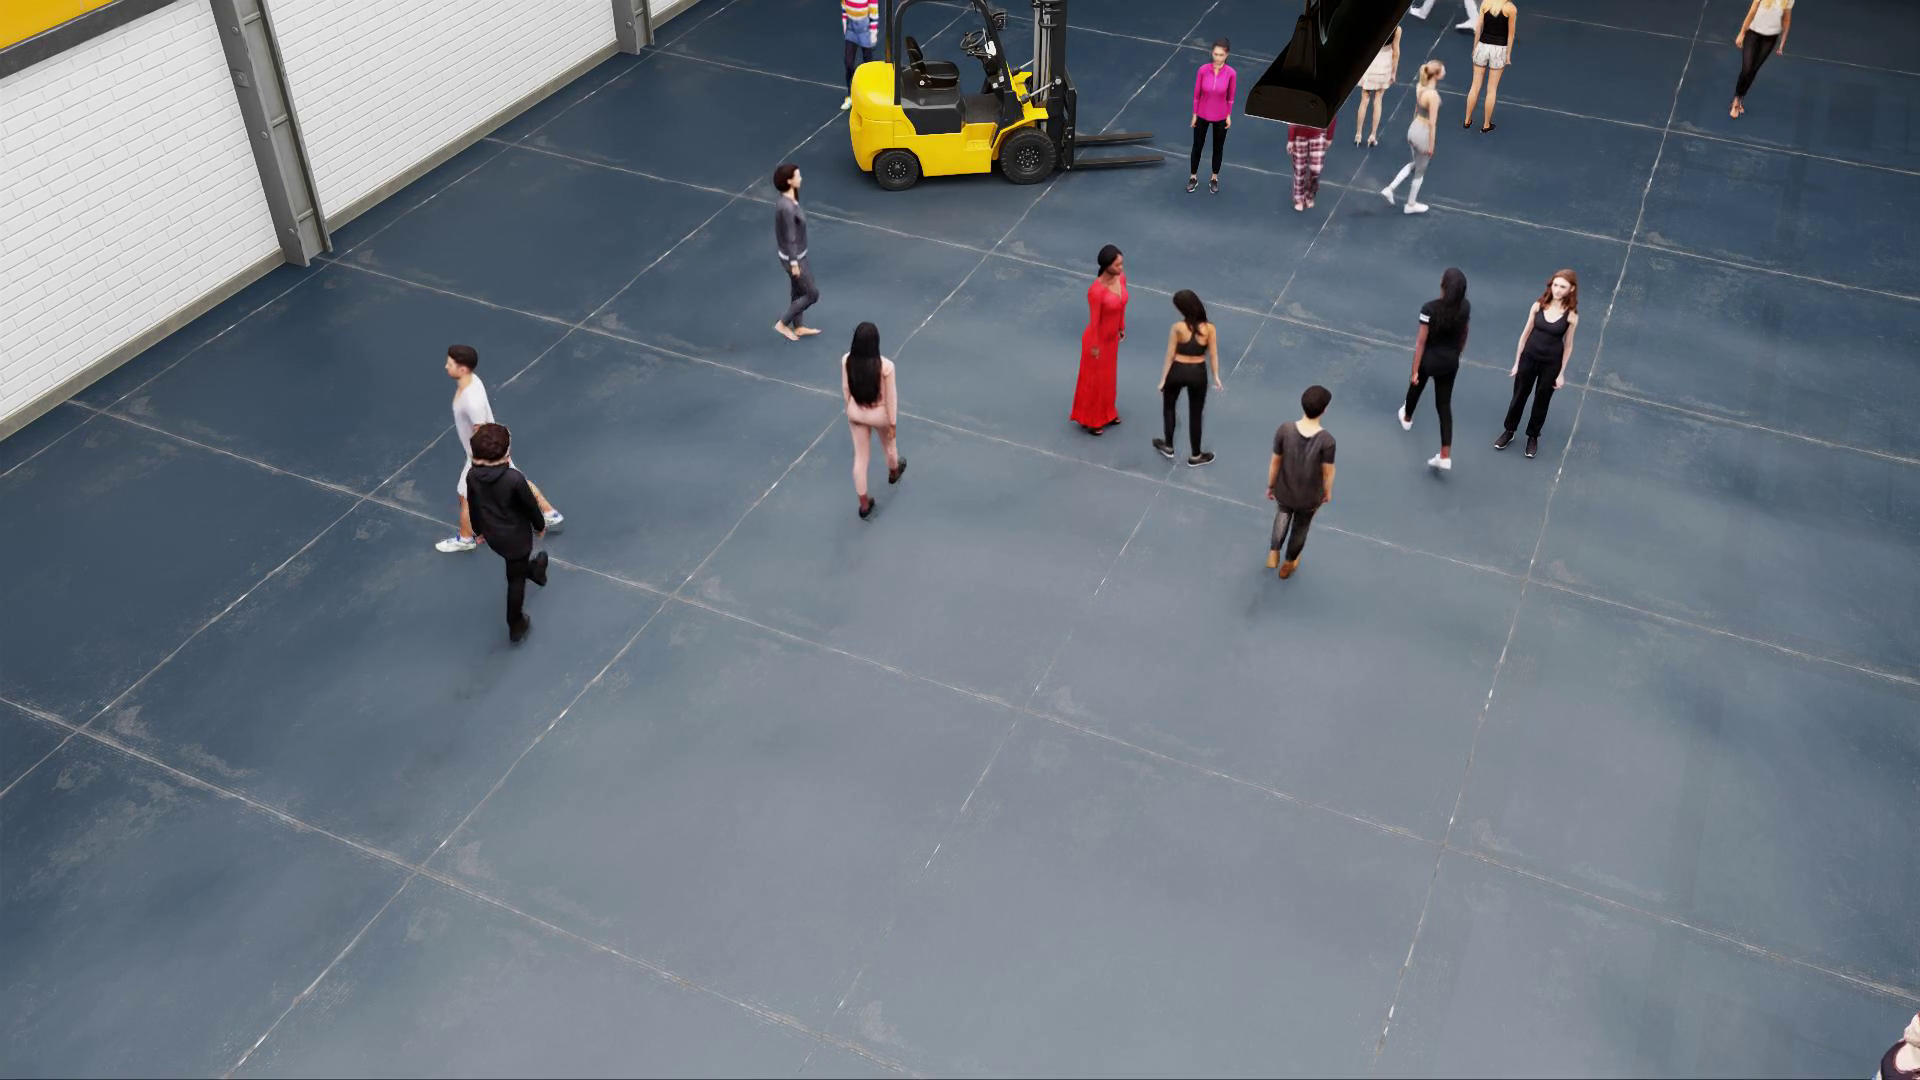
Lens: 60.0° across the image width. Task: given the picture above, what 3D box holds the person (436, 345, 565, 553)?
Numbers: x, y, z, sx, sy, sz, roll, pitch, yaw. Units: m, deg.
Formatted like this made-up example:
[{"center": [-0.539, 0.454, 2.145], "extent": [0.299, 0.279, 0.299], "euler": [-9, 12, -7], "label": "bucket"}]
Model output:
[{"center": [-3.570, -0.703, 12.833], "extent": [1.259, 1.807, 1.253], "euler": [-9, 40, -11], "label": "person"}]

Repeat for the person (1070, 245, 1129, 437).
[{"center": [1.204, -1.704, 14.110], "extent": [0.760, 1.787, 0.635], "euler": [28, 46, 30], "label": "person"}]

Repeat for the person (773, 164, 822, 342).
[{"center": [-1.590, -2.607, 15.251], "extent": [0.843, 1.764, 0.774], "euler": [-6, 39, -8], "label": "person"}]

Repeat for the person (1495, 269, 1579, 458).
[{"center": [4.862, -1.495, 13.873], "extent": [0.601, 1.747, 0.547], "euler": [21, 43, 24], "label": "person"}]

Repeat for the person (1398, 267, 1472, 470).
[{"center": [3.985, -1.397, 13.800], "extent": [1.077, 1.684, 1.307], "euler": [-5, 39, -6], "label": "person"}]

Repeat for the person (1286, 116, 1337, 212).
[{"center": [3.651, -4.266, 17.389], "extent": [0.698, 1.689, 0.696], "euler": [6, 39, 7], "label": "person"}]

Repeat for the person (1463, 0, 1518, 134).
[{"center": [6.026, -5.539, 18.859], "extent": [0.628, 1.844, 0.592], "euler": [22, 44, 25], "label": "person"}]

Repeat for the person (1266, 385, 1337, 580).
[{"center": [2.530, -0.379, 12.508], "extent": [0.647, 1.705, 0.632], "euler": [20, 43, 23], "label": "person"}]

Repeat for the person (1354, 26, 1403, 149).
[{"center": [4.637, -5.217, 18.542], "extent": [0.594, 1.736, 0.540], "euler": [13, 40, 15], "label": "person"}]

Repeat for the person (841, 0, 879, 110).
[{"center": [-1.121, -5.985, 19.465], "extent": [0.648, 1.784, 0.822], "euler": [16, 41, 19], "label": "person"}]

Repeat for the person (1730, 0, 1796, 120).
[{"center": [9.241, -5.835, 19.257], "extent": [0.755, 1.809, 0.791], "euler": [4, 39, 5], "label": "person"}]

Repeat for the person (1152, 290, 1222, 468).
[{"center": [1.879, -1.312, 13.739], "extent": [0.767, 1.627, 0.705], "euler": [7, 39, 9], "label": "person"}]

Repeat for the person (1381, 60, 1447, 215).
[{"center": [4.706, -4.161, 17.257], "extent": [0.867, 1.691, 0.827], "euler": [-8, 39, -10], "label": "person"}]

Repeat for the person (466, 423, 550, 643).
[{"center": [-3.294, -0.005, 12.020], "extent": [0.806, 1.729, 1.146], "euler": [8, 39, 9], "label": "person"}]

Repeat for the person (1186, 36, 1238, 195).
[{"center": [2.687, -4.526, 17.714], "extent": [0.638, 1.700, 0.637], "euler": [7, 39, 8], "label": "person"}]

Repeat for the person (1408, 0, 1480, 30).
[{"center": [6.448, -7.385, 21.180], "extent": [0.906, 1.831, 1.203], "euler": [26, 45, 29], "label": "person"}]

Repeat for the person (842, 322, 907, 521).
[{"center": [-0.747, -0.908, 13.181], "extent": [0.729, 1.693, 1.022], "euler": [10, 40, 13], "label": "person"}]
